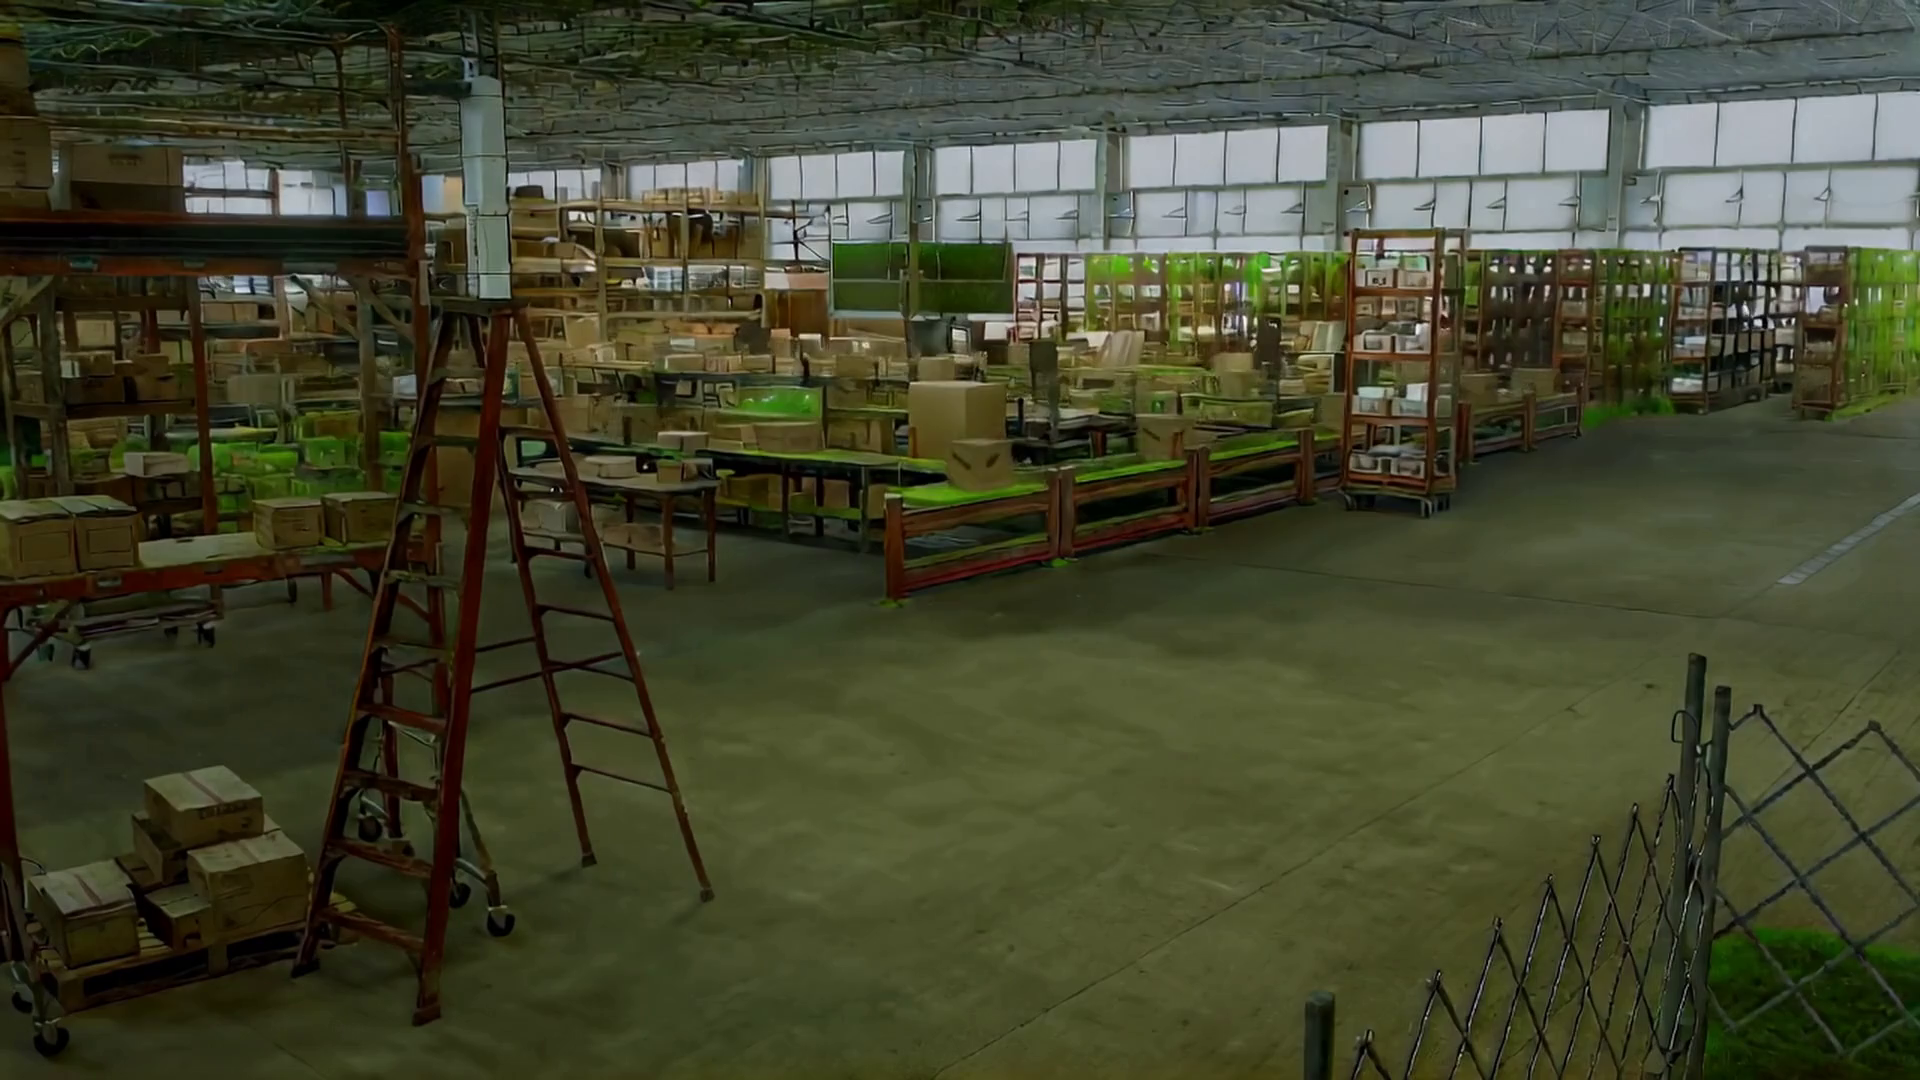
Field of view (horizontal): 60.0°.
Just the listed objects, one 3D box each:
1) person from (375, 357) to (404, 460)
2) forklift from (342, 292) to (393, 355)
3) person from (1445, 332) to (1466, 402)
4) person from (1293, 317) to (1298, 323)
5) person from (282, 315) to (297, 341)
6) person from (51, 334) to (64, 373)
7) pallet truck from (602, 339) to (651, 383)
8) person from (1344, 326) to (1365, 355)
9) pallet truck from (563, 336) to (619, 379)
[{"bbox_3d":[-9.016,-2.007,26.133,0.527,1.734,0.778,6,11,32],"label":"person"},{"bbox_3d":[-16.485,-5.622,45.120,1.129,2.768,1.873,7,11,37],"label":"forklift"},{"bbox_3d":[10.448,-3.450,34.863,0.513,1.814,0.625,7,11,36],"label":"person"},{"bbox_3d":[10.267,-6.052,50.604,0.415,1.985,0.611,7,11,36],"label":"person"},{"bbox_3d":[-18.169,-5.180,45.366,0.658,1.909,0.773,8,12,40],"label":"person"},{"bbox_3d":[-23.031,-4.582,42.589,0.706,1.602,0.494,-3,10,-18],"label":"person"},{"bbox_3d":[-8.991,-4.871,45.351,0.653,1.274,1.630,7,11,37],"label":"pallet truck"},{"bbox_3d":[8.885,-3.903,37.521,0.870,1.875,0.642,9,13,44],"label":"person"},{"bbox_3d":[-10.690,-5.294,48.215,1.601,1.201,0.680,-5,10,-26],"label":"pallet truck"}]
